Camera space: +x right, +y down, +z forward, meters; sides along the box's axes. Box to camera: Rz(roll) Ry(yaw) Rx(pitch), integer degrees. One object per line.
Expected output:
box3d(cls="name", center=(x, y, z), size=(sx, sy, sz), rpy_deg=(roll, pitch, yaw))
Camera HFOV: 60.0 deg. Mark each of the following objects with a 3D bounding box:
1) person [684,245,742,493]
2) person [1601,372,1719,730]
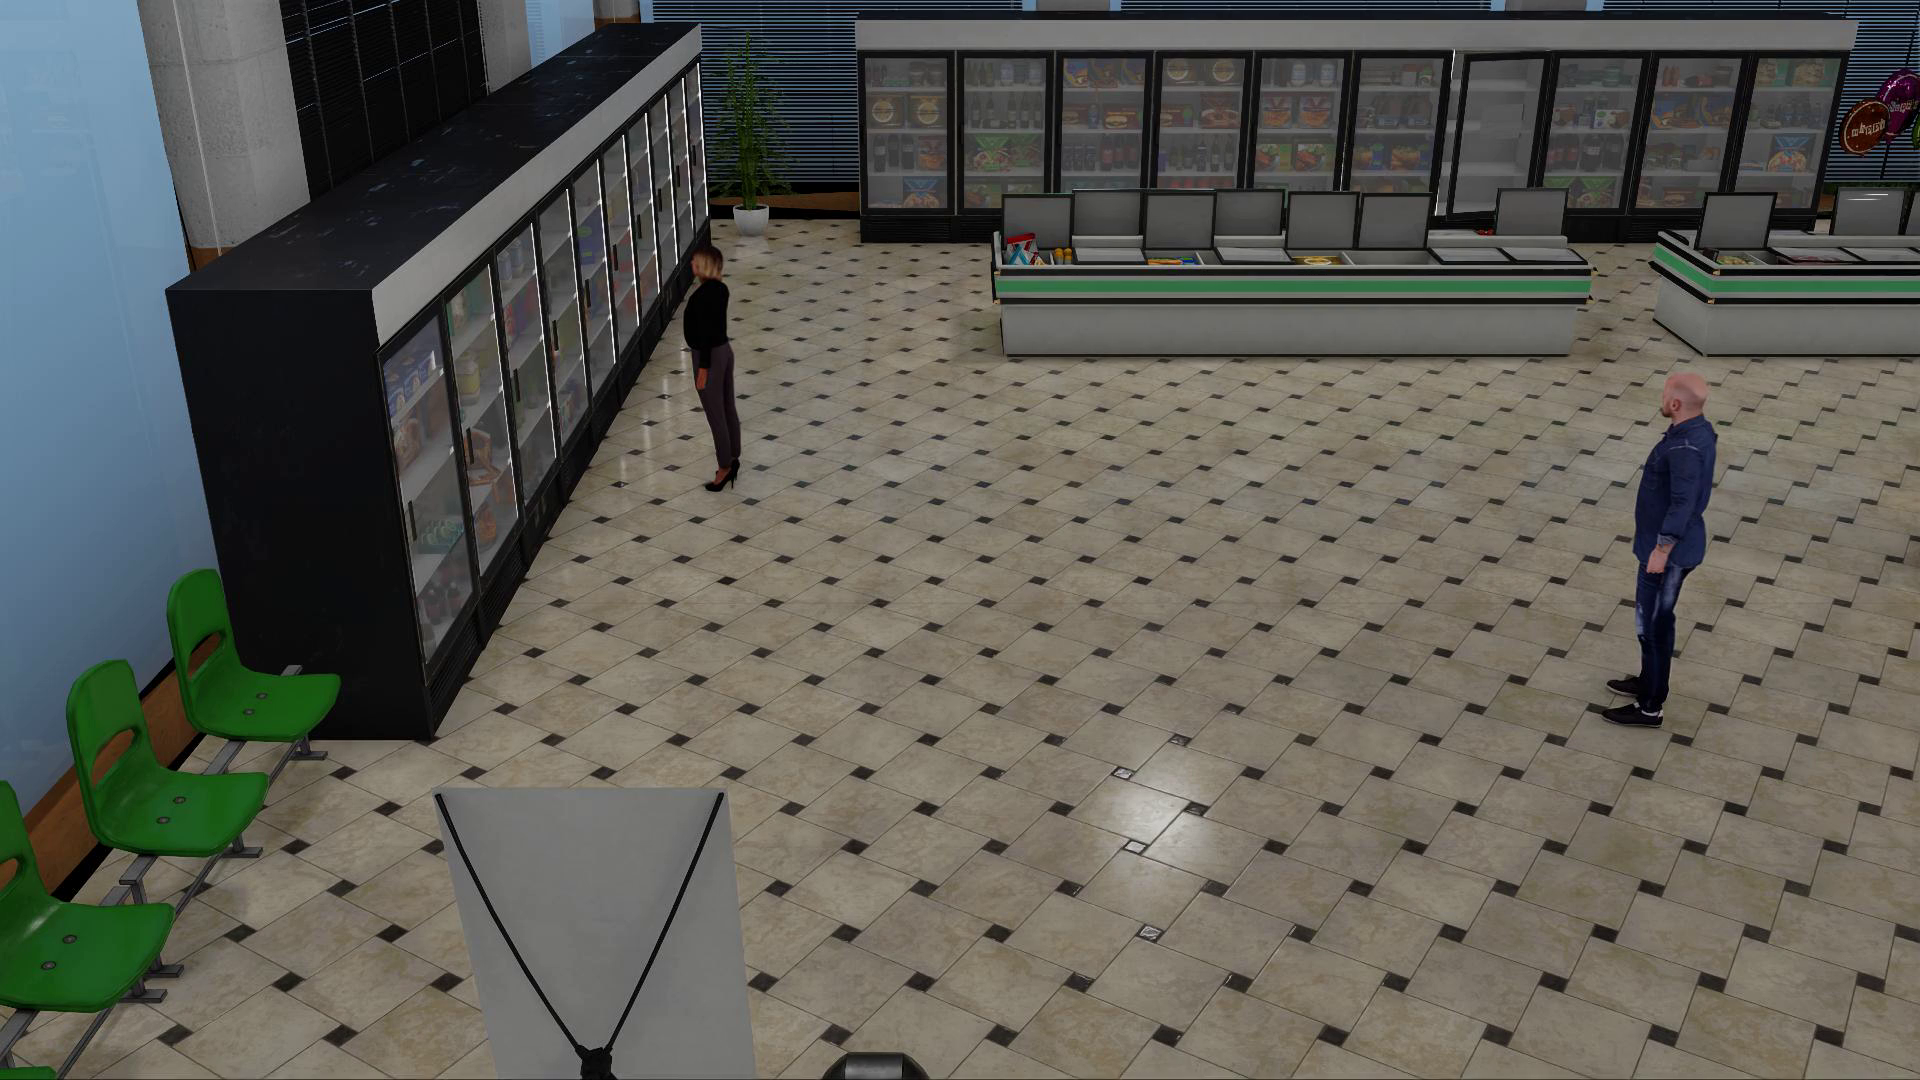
box3d(cls="person", center=(-1.631, -1.146, 11.099), size=(0.611, 1.671, 0.643), rpy_deg=(5, 24, 12))
box3d(cls="person", center=(3.466, 0.047, 8.182), size=(0.766, 1.824, 0.796), rpy_deg=(11, 26, 24))
